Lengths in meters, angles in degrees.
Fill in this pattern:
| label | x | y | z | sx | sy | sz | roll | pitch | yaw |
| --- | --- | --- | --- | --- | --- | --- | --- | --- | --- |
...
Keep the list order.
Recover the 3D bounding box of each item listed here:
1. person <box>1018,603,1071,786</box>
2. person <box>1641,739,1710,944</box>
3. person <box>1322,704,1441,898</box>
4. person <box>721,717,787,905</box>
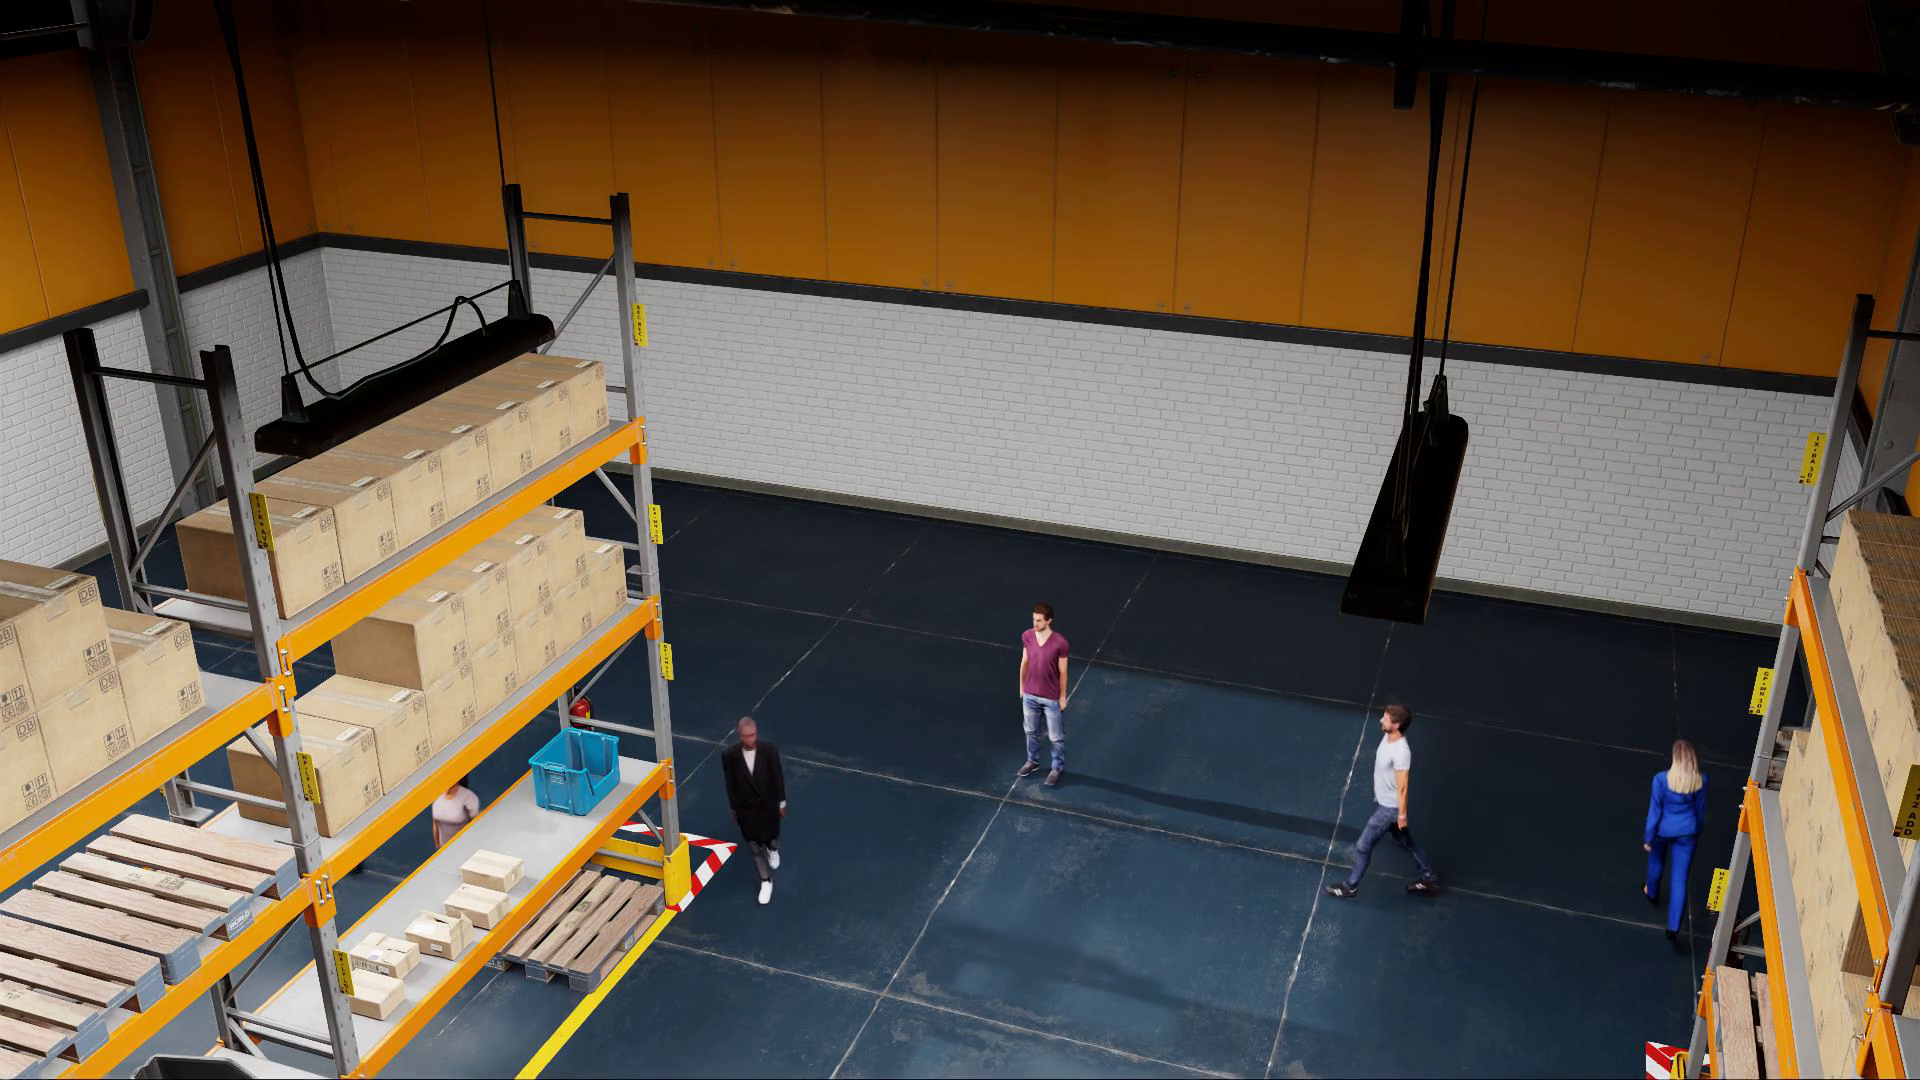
| label | x | y | z | sx | sy | sz | roll | pitch | yaw |
| --- | --- | --- | --- | --- | --- | --- | --- | --- | --- |
| person | 0.796 | 1.421 | 15.687 | 0.689 | 1.848 | 0.593 | 13 | 27 | 28 |
| person | 5.811 | 2.469 | 13.532 | 0.816 | 1.654 | 1.210 | 4 | 24 | 10 |
| person | 3.696 | 2.219 | 13.892 | 0.885 | 1.823 | 1.218 | 3 | 24 | 6 |
| person | -1.721 | 2.207 | 14.026 | 0.873 | 1.739 | 0.988 | -3 | 24 | -7 |
